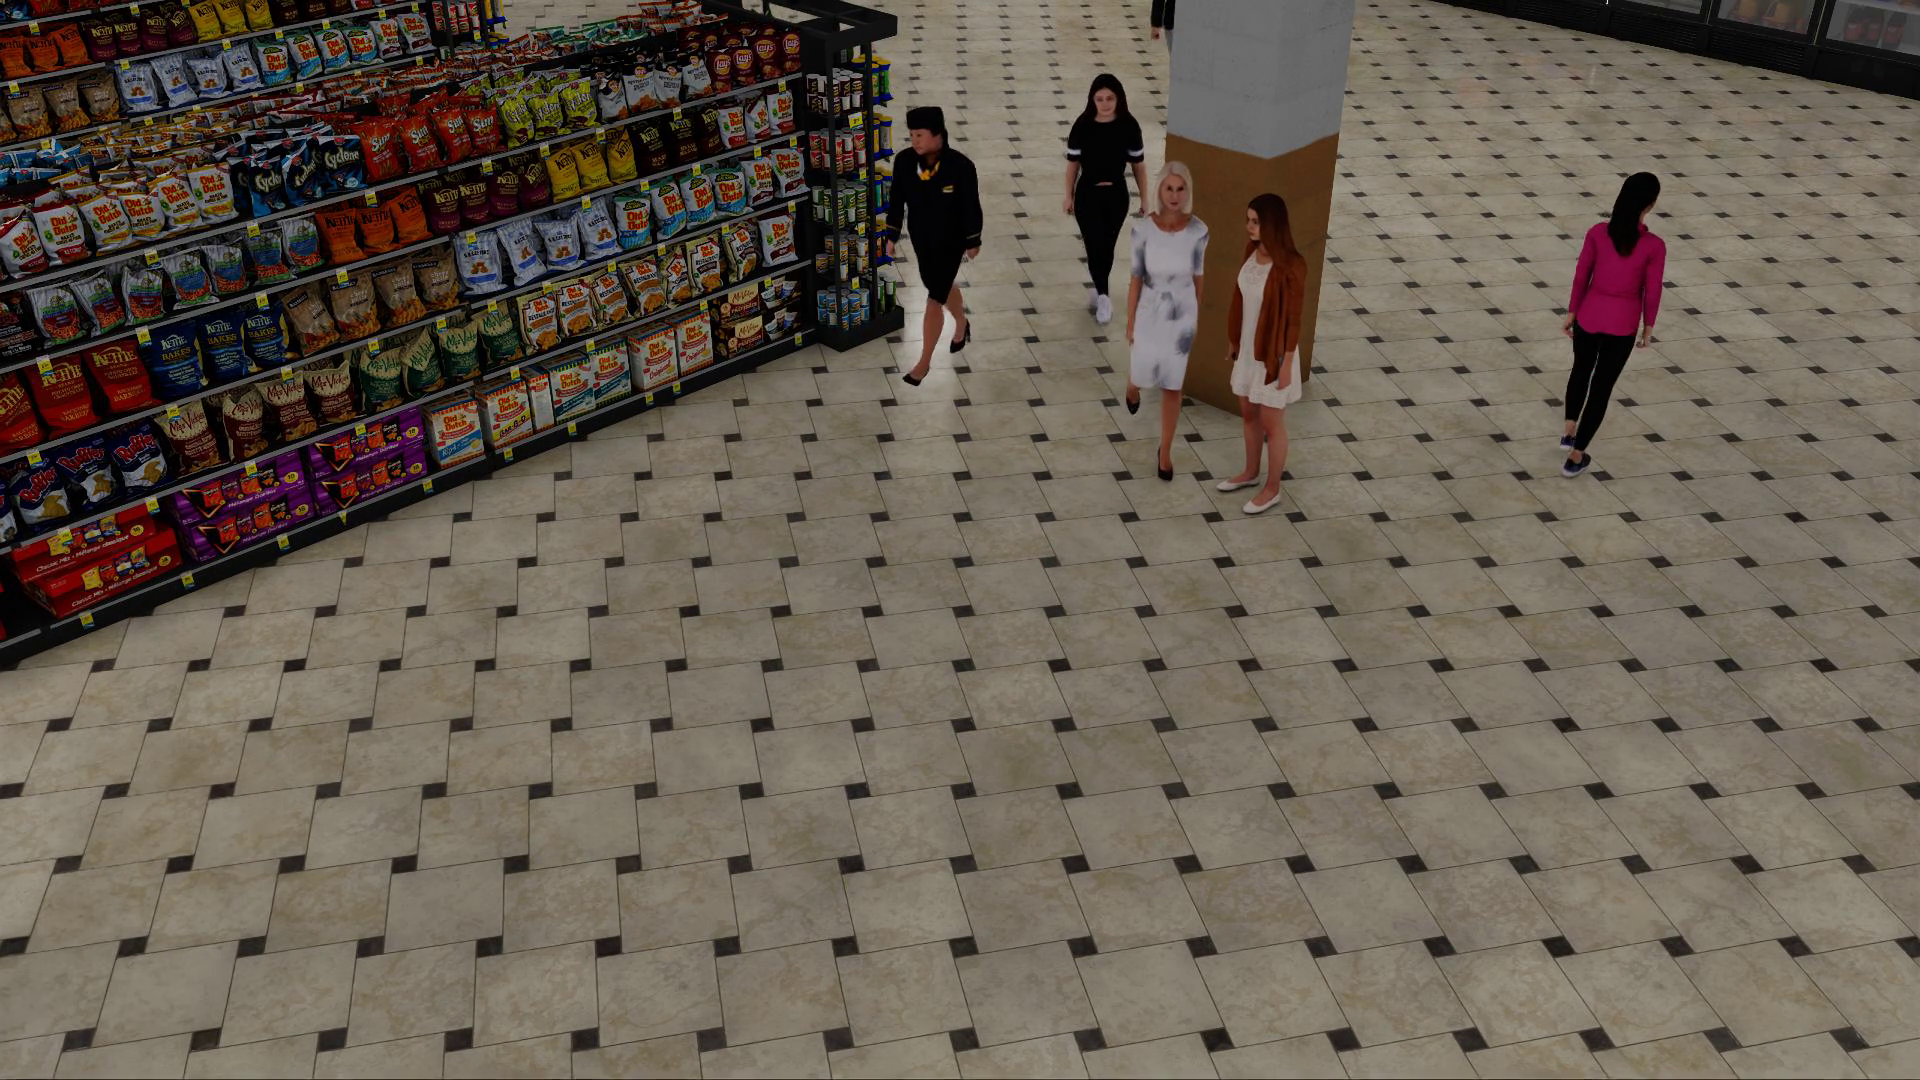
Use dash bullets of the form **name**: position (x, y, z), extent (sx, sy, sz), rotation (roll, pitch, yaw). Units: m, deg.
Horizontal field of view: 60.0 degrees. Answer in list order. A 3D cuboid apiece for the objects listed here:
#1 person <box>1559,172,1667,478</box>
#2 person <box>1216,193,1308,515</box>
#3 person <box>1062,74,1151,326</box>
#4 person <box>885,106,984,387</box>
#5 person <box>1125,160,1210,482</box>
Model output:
- **person**: position (3.382, -1.093, 8.785), extent (0.629, 1.681, 0.665), rotation (22, 38, 31)
- **person**: position (1.587, -0.975, 8.567), extent (0.635, 1.712, 0.671), rotation (-18, 36, -26)
- **person**: position (0.886, -2.201, 10.630), extent (0.821, 1.615, 0.896), rotation (-6, 32, -9)
- **person**: position (-0.102, -1.779, 9.955), extent (0.919, 1.610, 1.208), rotation (15, 35, 22)
- **person**: position (1.071, -1.209, 8.922), extent (0.956, 1.734, 0.977), rotation (-3, 32, -5)
